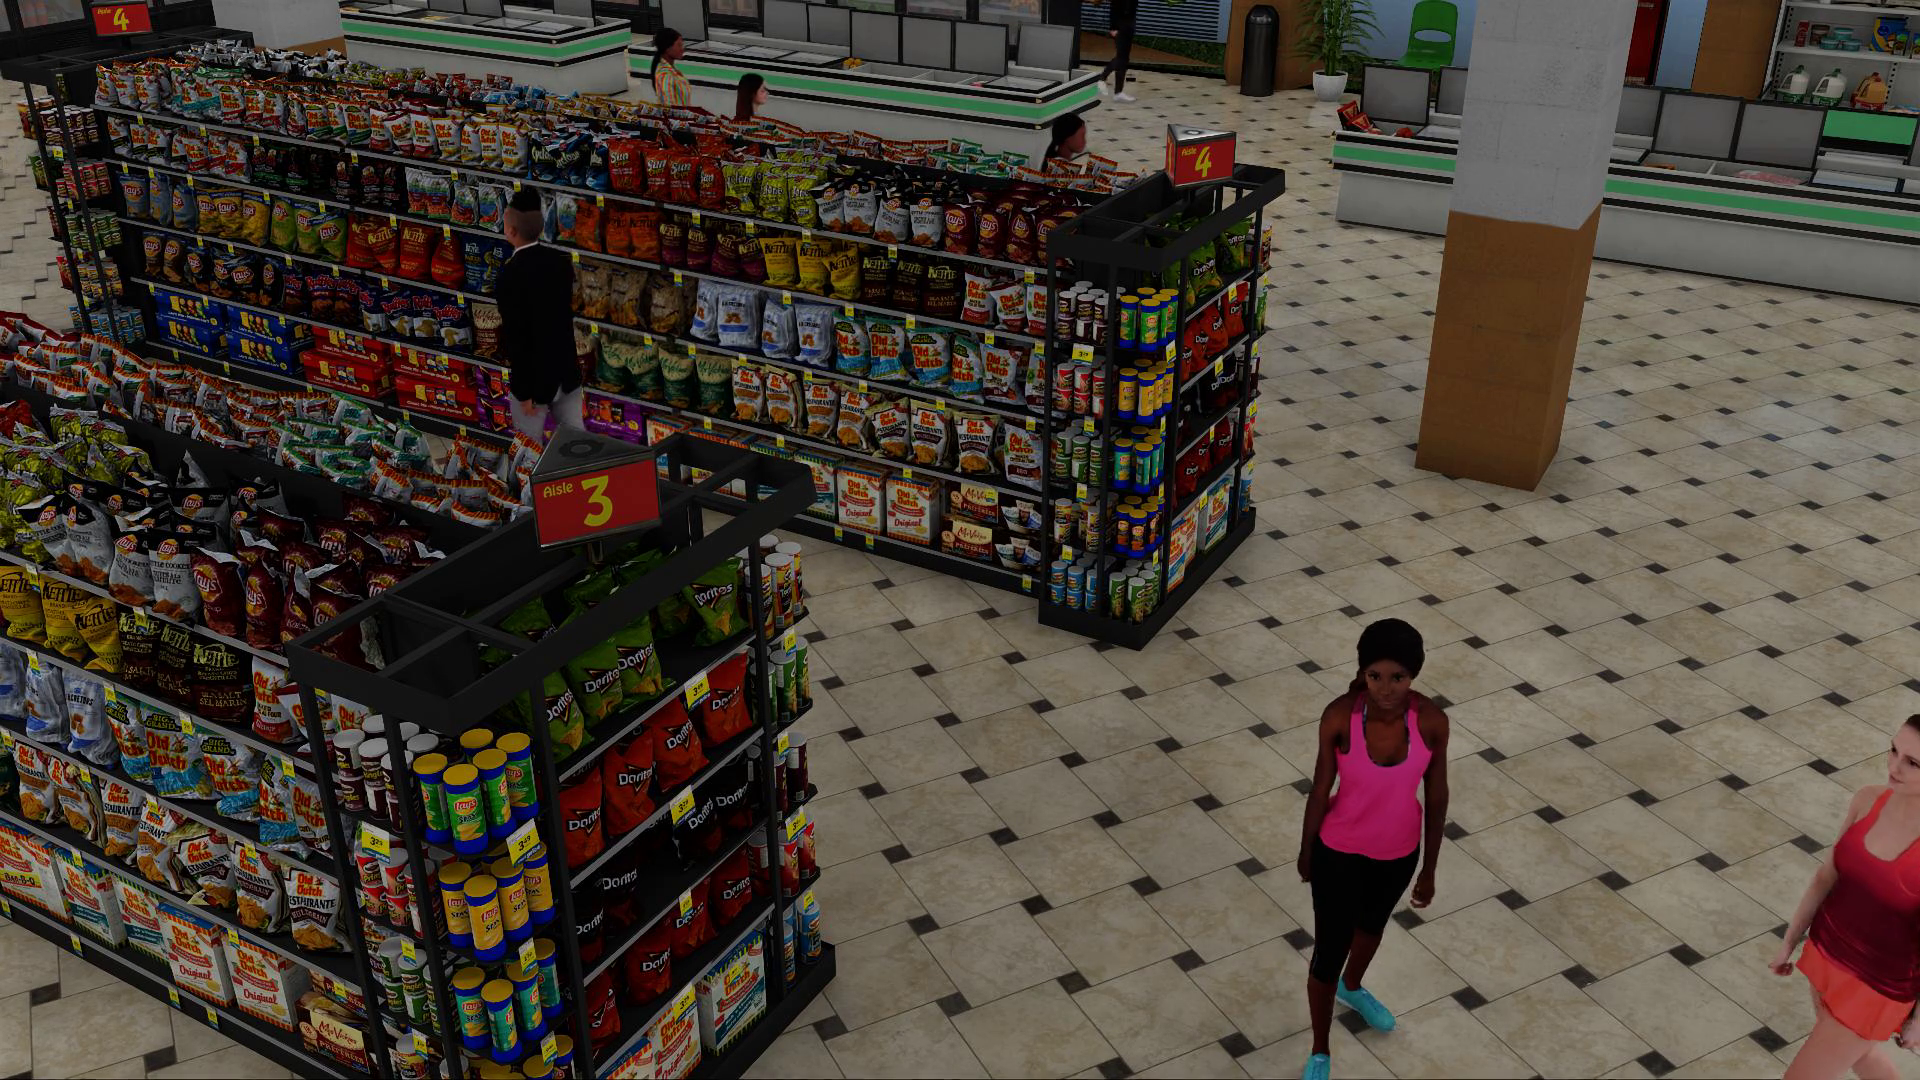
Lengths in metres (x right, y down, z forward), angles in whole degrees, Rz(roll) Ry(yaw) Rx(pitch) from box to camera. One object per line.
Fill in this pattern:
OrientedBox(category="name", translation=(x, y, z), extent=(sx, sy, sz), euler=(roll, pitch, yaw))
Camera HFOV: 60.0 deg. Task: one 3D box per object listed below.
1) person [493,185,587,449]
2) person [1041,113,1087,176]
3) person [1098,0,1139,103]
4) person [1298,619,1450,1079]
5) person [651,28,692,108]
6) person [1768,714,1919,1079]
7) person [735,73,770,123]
OrientedBox(category="person", translation=(-2.074, -0.867, 8.642), extent=(1.104, 1.928, 0.720), euler=(16, 31, 28))
OrientedBox(category="person", translation=(0.640, -1.912, 10.894), extent=(0.676, 1.754, 0.638), euler=(-4, 27, -7))
OrientedBox(category="person", translation=(1.719, -5.719, 18.483), extent=(0.702, 1.680, 0.617), euler=(15, 30, 27))
OrientedBox(category="person", translation=(1.308, 0.950, 5.307), extent=(0.843, 1.703, 0.840), euler=(-1, 27, -2))
OrientedBox(category="person", translation=(-2.309, -3.199, 13.389), extent=(0.730, 1.793, 0.684), euler=(-5, 27, -10))
OrientedBox(category="person", translation=(2.628, 1.235, 4.736), extent=(1.159, 1.711, 1.112), euler=(-7, 28, -14))
OrientedBox(category="person", translation=(-1.652, -2.683, 12.597), extent=(1.193, 1.589, 1.010), euler=(-1, 27, -3))
